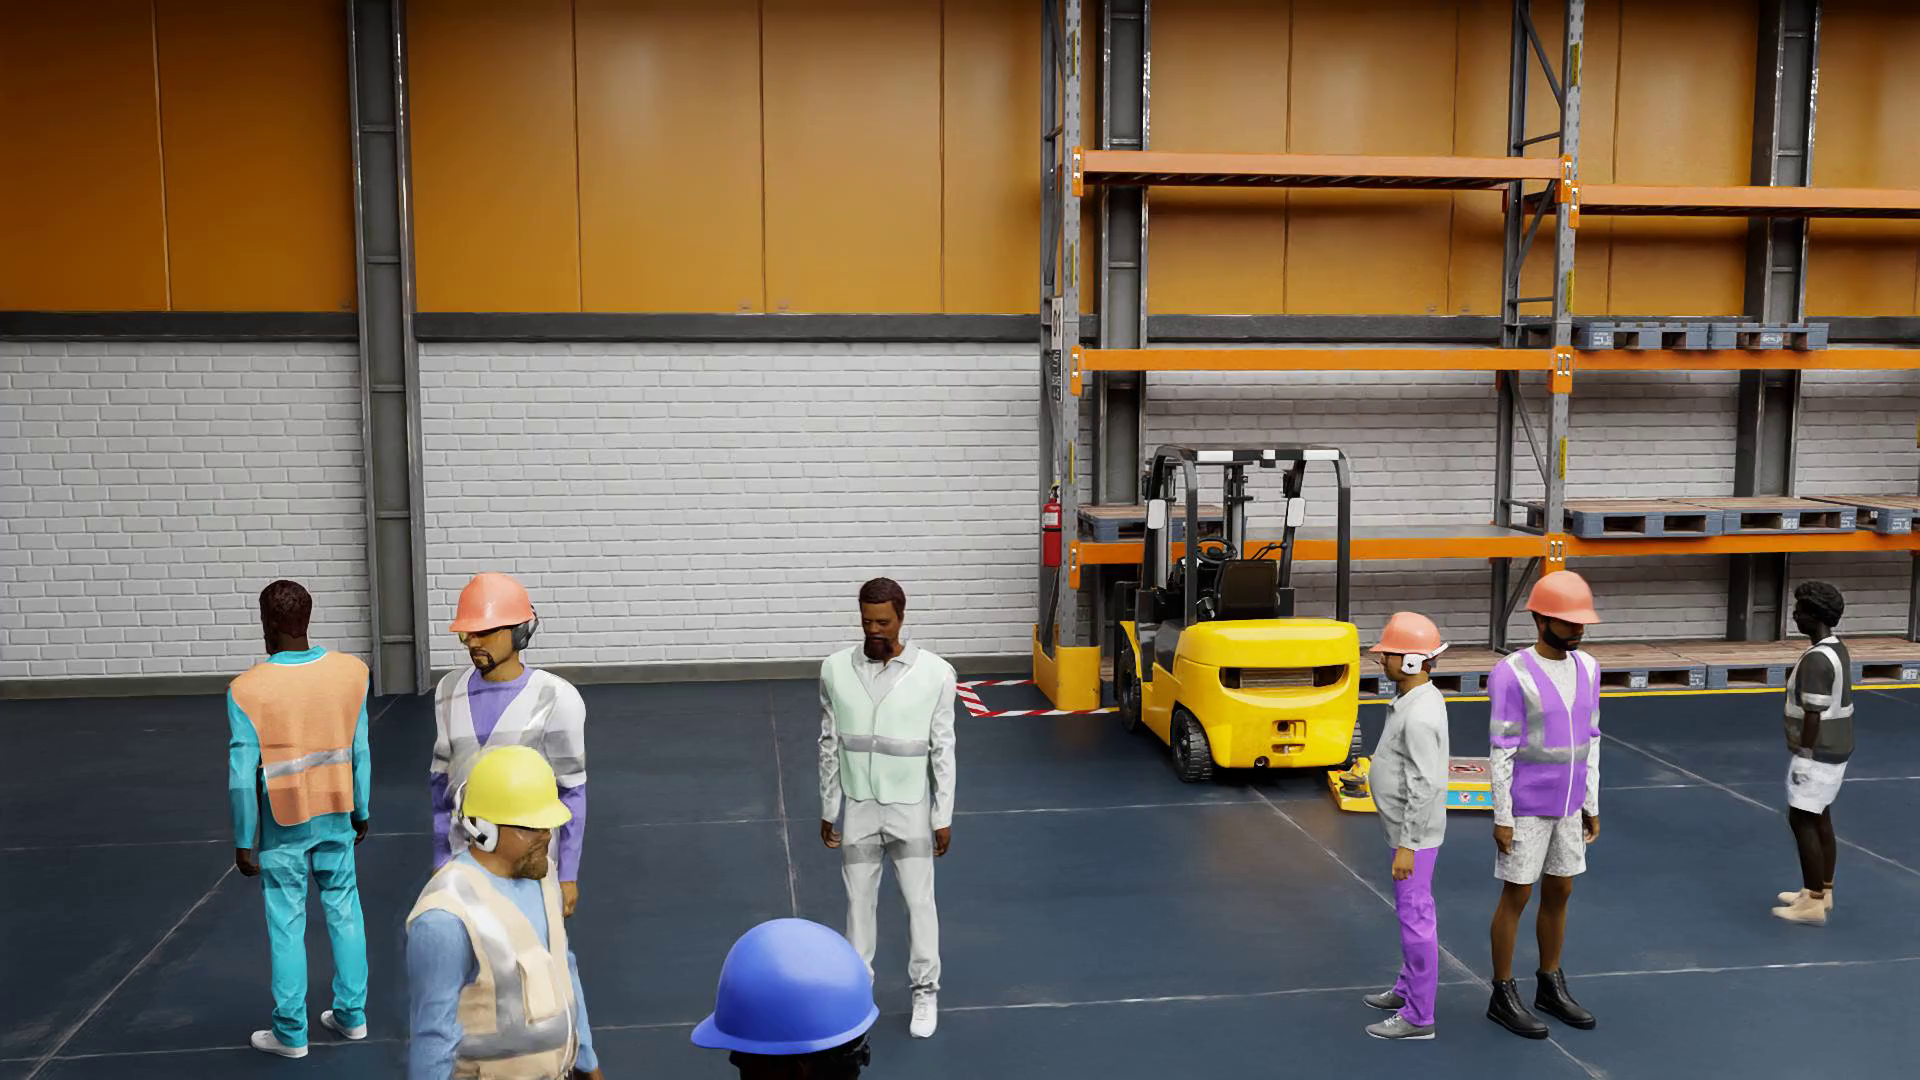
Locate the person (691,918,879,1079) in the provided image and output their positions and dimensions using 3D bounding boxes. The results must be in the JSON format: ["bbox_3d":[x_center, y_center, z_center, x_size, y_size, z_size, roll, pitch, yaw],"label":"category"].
[{"bbox_3d":[-0.213,1.554,2.678,0.415,1.939,0.604,2,7,21],"label":"person"}]

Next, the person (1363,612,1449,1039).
[{"bbox_3d":[1.837,1.165,6.856,0.327,1.752,0.563,2,7,14],"label":"person"}]

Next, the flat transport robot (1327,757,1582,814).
[{"bbox_3d":[3.042,1.508,10.290,1.431,0.197,0.652,1,7,5],"label":"flat transport robot"}]

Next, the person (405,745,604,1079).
[{"bbox_3d":[-1.135,1.424,4.361,0.620,1.800,0.609,1,7,10],"label":"person"}]

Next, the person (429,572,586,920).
[{"bbox_3d":[-1.629,1.127,5.933,0.605,2.045,0.378,2,7,17],"label":"person"}]

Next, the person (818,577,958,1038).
[{"bbox_3d":[-0.297,1.091,6.870,0.585,1.908,0.390,2,7,15],"label":"person"}]

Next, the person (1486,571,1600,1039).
[{"bbox_3d":[2.427,1.081,6.852,0.544,1.930,0.388,-3,7,-24],"label":"person"}]

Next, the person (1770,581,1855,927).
[{"bbox_3d":[4.239,1.045,8.224,0.320,1.686,0.538,5,8,35],"label":"person"}]

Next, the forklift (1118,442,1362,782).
[{"bbox_3d":[1.912,0.418,11.496,1.214,2.155,2.313,-1,7,-8],"label":"forklift"}]

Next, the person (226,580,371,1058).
[{"bbox_3d":[-2.629,1.111,6.670,0.397,1.911,0.587,5,9,40],"label":"person"}]
